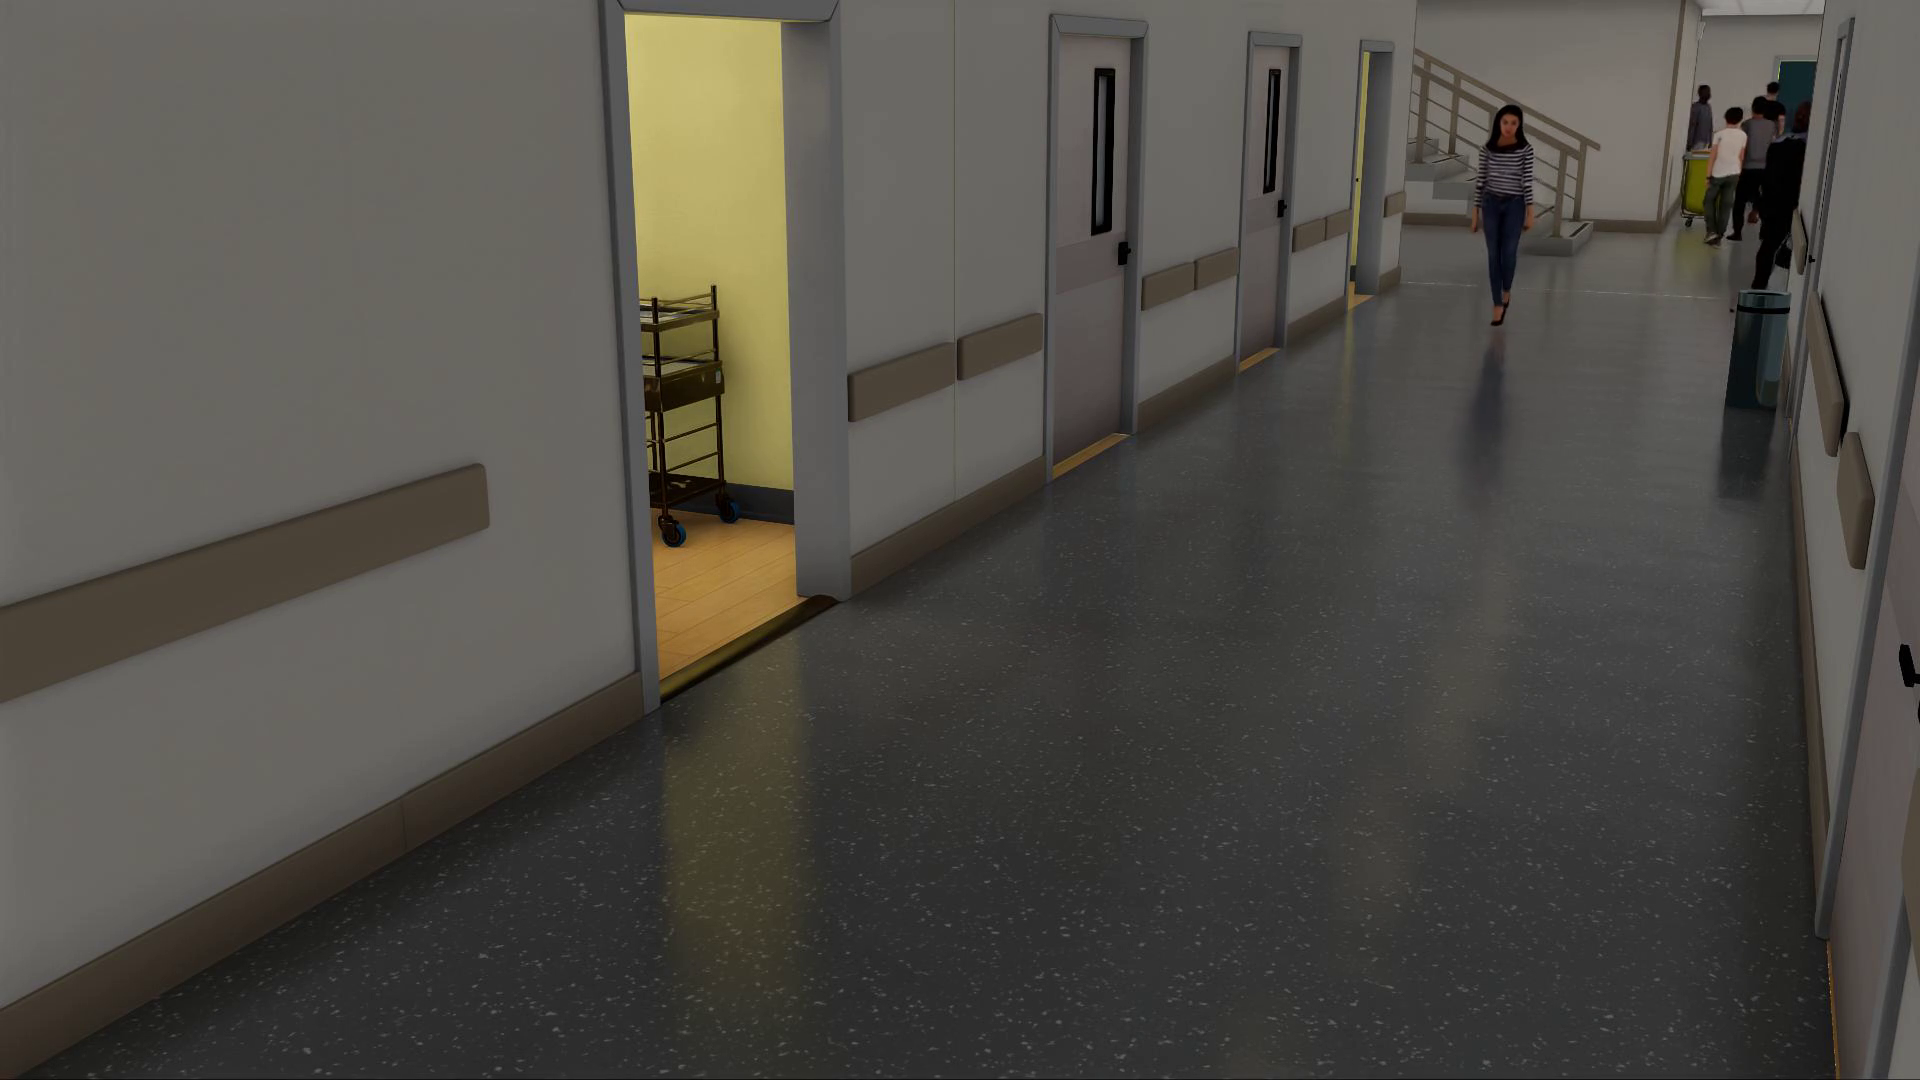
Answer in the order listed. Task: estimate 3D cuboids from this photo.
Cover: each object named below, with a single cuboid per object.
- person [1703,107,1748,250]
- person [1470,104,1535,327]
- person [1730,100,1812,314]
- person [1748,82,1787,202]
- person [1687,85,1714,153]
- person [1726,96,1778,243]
[{"bbox_3d":[9.054,-4.262,19.625,0.629,1.637,0.703,2,16,8],"label":"person"},{"bbox_3d":[4.481,-2.654,13.668,0.630,1.775,0.705,8,18,28],"label":"person"},{"bbox_3d":[7.145,-2.826,14.249,1.251,1.790,1.109,-2,16,-9],"label":"person"},{"bbox_3d":[12.825,-6.331,26.576,1.019,1.847,0.879,10,19,33],"label":"person"},{"bbox_3d":[11.986,-6.488,27.187,1.024,1.818,1.293,-15,22,-42],"label":"person"},{"bbox_3d":[9.735,-4.523,20.357,0.897,1.742,0.908,-2,16,-6],"label":"person"}]
